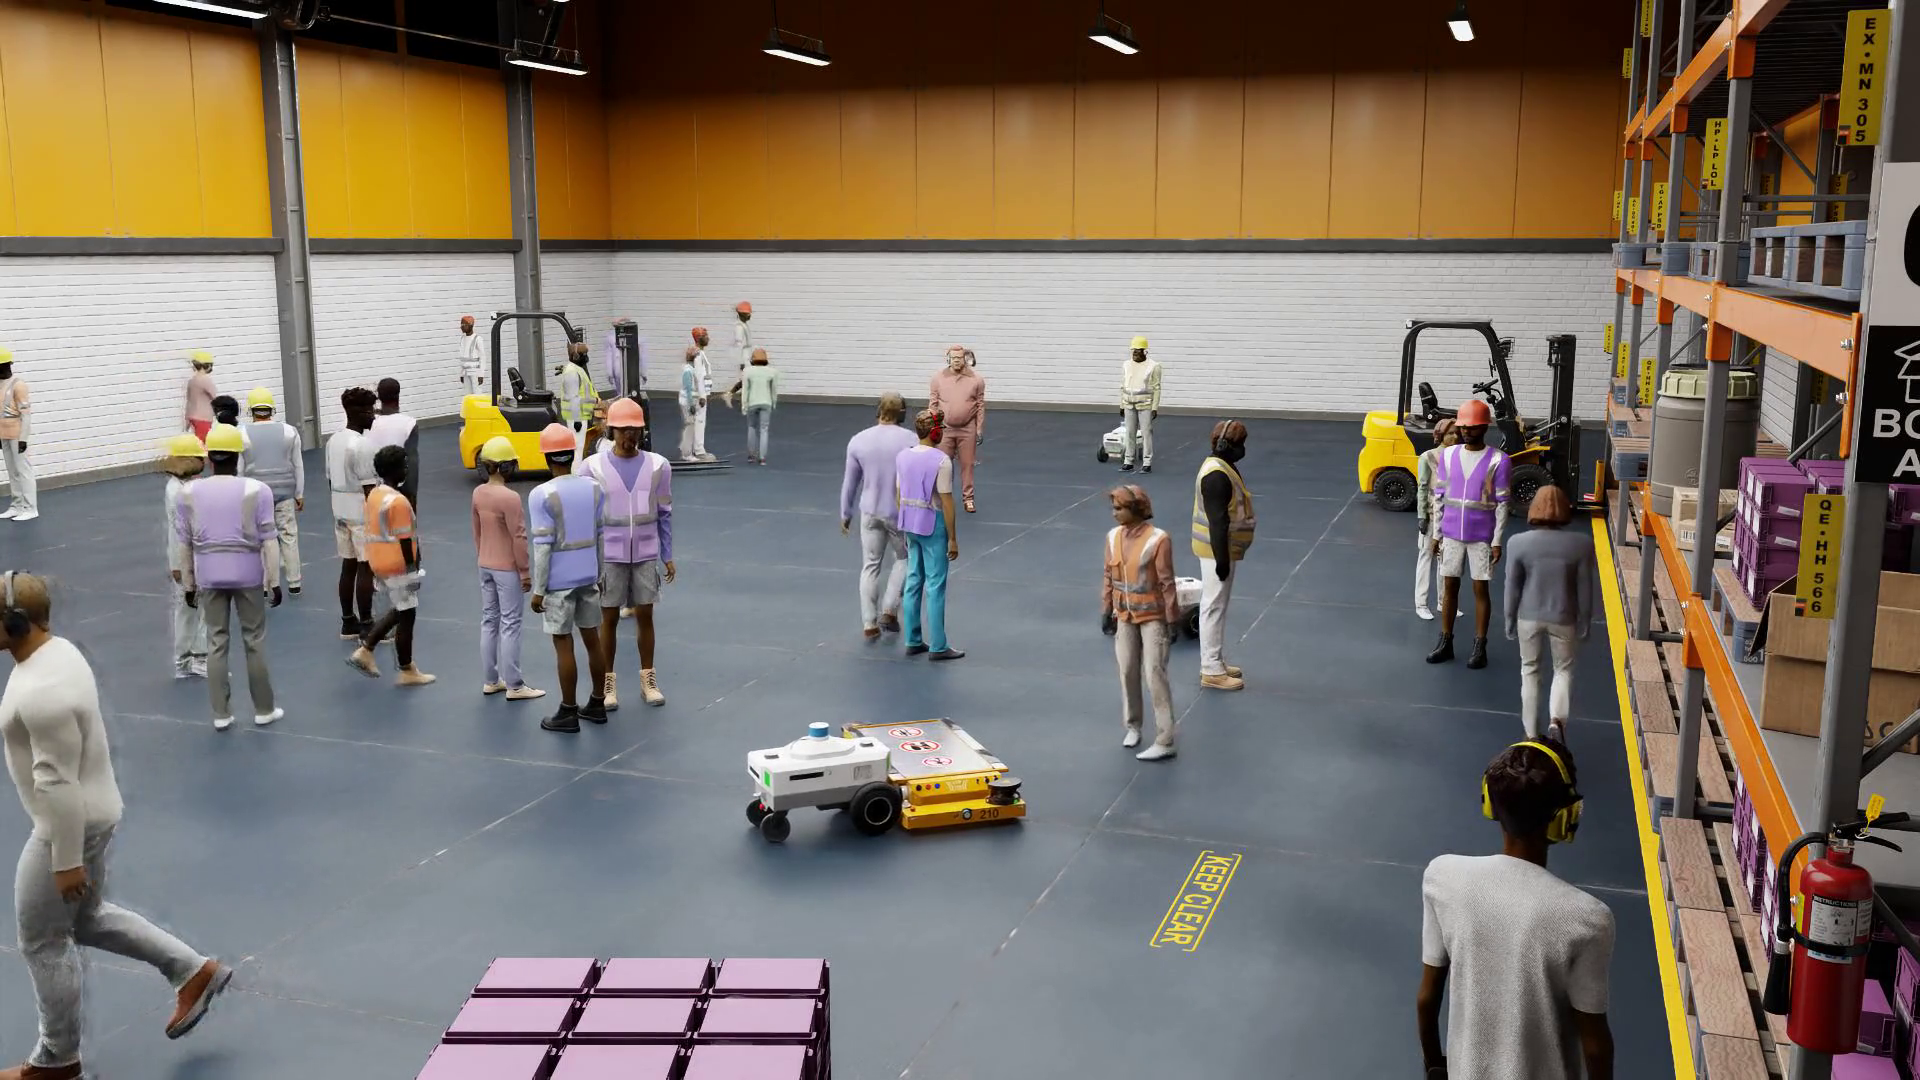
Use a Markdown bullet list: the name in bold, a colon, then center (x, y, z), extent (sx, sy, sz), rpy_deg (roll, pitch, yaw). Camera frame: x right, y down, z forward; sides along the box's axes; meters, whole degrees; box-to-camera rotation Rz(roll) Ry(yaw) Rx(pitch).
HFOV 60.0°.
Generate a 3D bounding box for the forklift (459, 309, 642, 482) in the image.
- **forklift**: center (-5.354, -1.902, 21.697), extent (2.313, 2.155, 1.214), rpy_deg (-2, 10, -13)

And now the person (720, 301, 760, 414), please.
- **person**: center (-3.928, -3.272, 29.878), extent (0.687, 2.028, 0.629), rpy_deg (0, 10, -2)

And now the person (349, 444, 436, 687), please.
- **person**: center (-3.886, 0.187, 11.363), extent (0.436, 1.686, 0.542), rpy_deg (-7, 12, -35)

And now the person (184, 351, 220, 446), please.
- **person**: center (-9.461, -1.499, 20.794), extent (0.524, 1.716, 0.936), rpy_deg (9, 13, 41)

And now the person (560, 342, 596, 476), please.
- **person**: center (-4.694, -1.511, 20.498), extent (0.429, 1.839, 0.633), rpy_deg (-2, 10, -10)

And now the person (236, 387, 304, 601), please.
- **person**: center (-5.914, -0.394, 14.221), extent (0.587, 1.833, 0.404), rpy_deg (-7, 12, -33)

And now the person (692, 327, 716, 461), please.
- **person**: center (-3.654, -2.057, 23.449), extent (0.352, 1.884, 0.579), rpy_deg (-2, 10, -12)

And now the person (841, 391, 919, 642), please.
- **person**: center (-0.582, -0.179, 12.775), extent (0.752, 1.912, 0.538), rpy_deg (3, 10, 15)

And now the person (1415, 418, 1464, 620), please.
- **person**: center (3.922, -0.177, 13.532), extent (0.514, 1.645, 0.307), rpy_deg (-5, 11, -25)

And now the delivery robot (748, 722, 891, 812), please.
- **delivery robot**: center (-0.731, 1.192, 8.628), extent (0.707, 0.478, 0.477), rpy_deg (-4, 11, -23)

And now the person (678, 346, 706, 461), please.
- **person**: center (-3.758, -1.904, 23.296), extent (0.367, 1.620, 0.553), rpy_deg (1, 10, 4)

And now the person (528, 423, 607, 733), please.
- **person**: center (-2.459, 0.238, 10.380), extent (0.376, 1.934, 0.547), rpy_deg (8, 13, 37)

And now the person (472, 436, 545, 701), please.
- **person**: center (-3.046, 0.190, 11.119), extent (0.525, 1.771, 0.305), rpy_deg (8, 13, 40)

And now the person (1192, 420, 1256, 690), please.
- **person**: center (1.816, 0.092, 11.475), extent (0.430, 1.840, 0.620), rpy_deg (2, 10, 11)

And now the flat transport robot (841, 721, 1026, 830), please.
- **flat transport robot**: center (-0.189, 1.264, 9.282), extent (0.652, 0.197, 1.431), rpy_deg (-3, 11, -18)

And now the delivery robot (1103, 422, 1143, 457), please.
- **delivery robot**: center (2.303, -1.405, 23.251), extent (0.477, 0.478, 0.707), rpy_deg (7, 12, 34)

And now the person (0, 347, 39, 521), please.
- **person**: center (-10.458, -1.166, 18.331), extent (0.584, 1.919, 0.382), rpy_deg (7, 12, 35)

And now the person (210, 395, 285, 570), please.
- **person**: center (-6.569, -0.520, 15.398), extent (0.574, 1.662, 0.551), rpy_deg (7, 12, 36)

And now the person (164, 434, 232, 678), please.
- **person**: center (-5.302, 0.120, 11.618), extent (0.508, 1.729, 0.489), rpy_deg (-4, 11, -20)

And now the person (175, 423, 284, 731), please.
- **person**: center (-4.572, 0.230, 10.451), extent (0.593, 1.925, 0.381), rpy_deg (-2, 10, -10)

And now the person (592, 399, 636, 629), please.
- **person**: center (-2.786, -0.211, 13.275), extent (0.587, 1.838, 0.542), rpy_deg (-8, 13, -38)

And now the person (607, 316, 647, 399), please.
- **person**: center (-5.570, -2.796, 27.742), extent (0.654, 1.853, 0.894), rpy_deg (0, 10, 0)

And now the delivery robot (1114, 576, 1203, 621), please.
- **delivery robot**: center (1.539, 0.432, 12.909), extent (0.707, 0.478, 0.477), rpy_deg (-3, 11, -18)

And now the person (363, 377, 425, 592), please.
- **person**: center (-5.053, -0.499, 14.701), extent (0.589, 1.883, 0.981), rpy_deg (0, 10, 2)

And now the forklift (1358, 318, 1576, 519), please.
- **forklift**: center (5.787, -1.437, 19.079), extent (2.313, 2.155, 1.214), rpy_deg (3, 11, 19)

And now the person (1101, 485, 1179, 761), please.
- **person**: center (1.062, 0.479, 9.950), extent (0.396, 1.615, 0.574), rpy_deg (-9, 14, -42)

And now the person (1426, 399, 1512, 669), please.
- **person**: center (3.656, -0.045, 11.966), extent (0.545, 1.938, 0.357), rpy_deg (7, 12, 35)

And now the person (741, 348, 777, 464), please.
- **person**: center (-2.798, -1.873, 23.203), extent (0.507, 1.605, 0.715), rpy_deg (-2, 10, -9)

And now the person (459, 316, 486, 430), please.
- **person**: center (-7.953, -2.706, 27.098), extent (0.585, 1.882, 0.337), rpy_deg (8, 13, 39)

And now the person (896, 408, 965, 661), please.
- **person**: center (-0.246, -0.039, 12.181), extent (0.389, 1.848, 0.563), rpy_deg (-10, 14, -43)

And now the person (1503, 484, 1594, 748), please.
- **person**: center (3.476, 0.482, 9.858), extent (0.506, 1.620, 0.451), rpy_deg (3, 11, 18)

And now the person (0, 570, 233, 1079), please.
- **person**: center (-3.144, 1.026, 6.029), extent (0.731, 1.912, 0.668), rpy_deg (-4, 11, -24)

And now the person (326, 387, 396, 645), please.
- **person**: center (-4.582, -0.187, 12.691), extent (0.614, 1.960, 0.363), rpy_deg (10, 14, 43)

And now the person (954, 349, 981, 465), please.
- **person**: center (0.066, -1.877, 23.230), extent (0.513, 1.599, 0.809), rpy_deg (-7, 12, -35)

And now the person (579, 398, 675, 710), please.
- **person**: center (-2.168, 0.091, 10.893), extent (0.605, 2.048, 0.369), rpy_deg (-4, 11, -21)

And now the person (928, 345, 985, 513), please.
- **person**: center (-0.036, -1.253, 18.857), extent (0.643, 1.908, 0.410), rpy_deg (0, 10, -3)

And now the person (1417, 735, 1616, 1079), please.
- **person**: center (1.364, 1.388, 4.082), extent (0.513, 1.872, 0.328), rpy_deg (9, 14, 43)

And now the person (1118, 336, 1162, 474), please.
- **person**: center (2.374, -1.796, 22.120), extent (0.593, 1.833, 0.404), rpy_deg (7, 12, 33)
